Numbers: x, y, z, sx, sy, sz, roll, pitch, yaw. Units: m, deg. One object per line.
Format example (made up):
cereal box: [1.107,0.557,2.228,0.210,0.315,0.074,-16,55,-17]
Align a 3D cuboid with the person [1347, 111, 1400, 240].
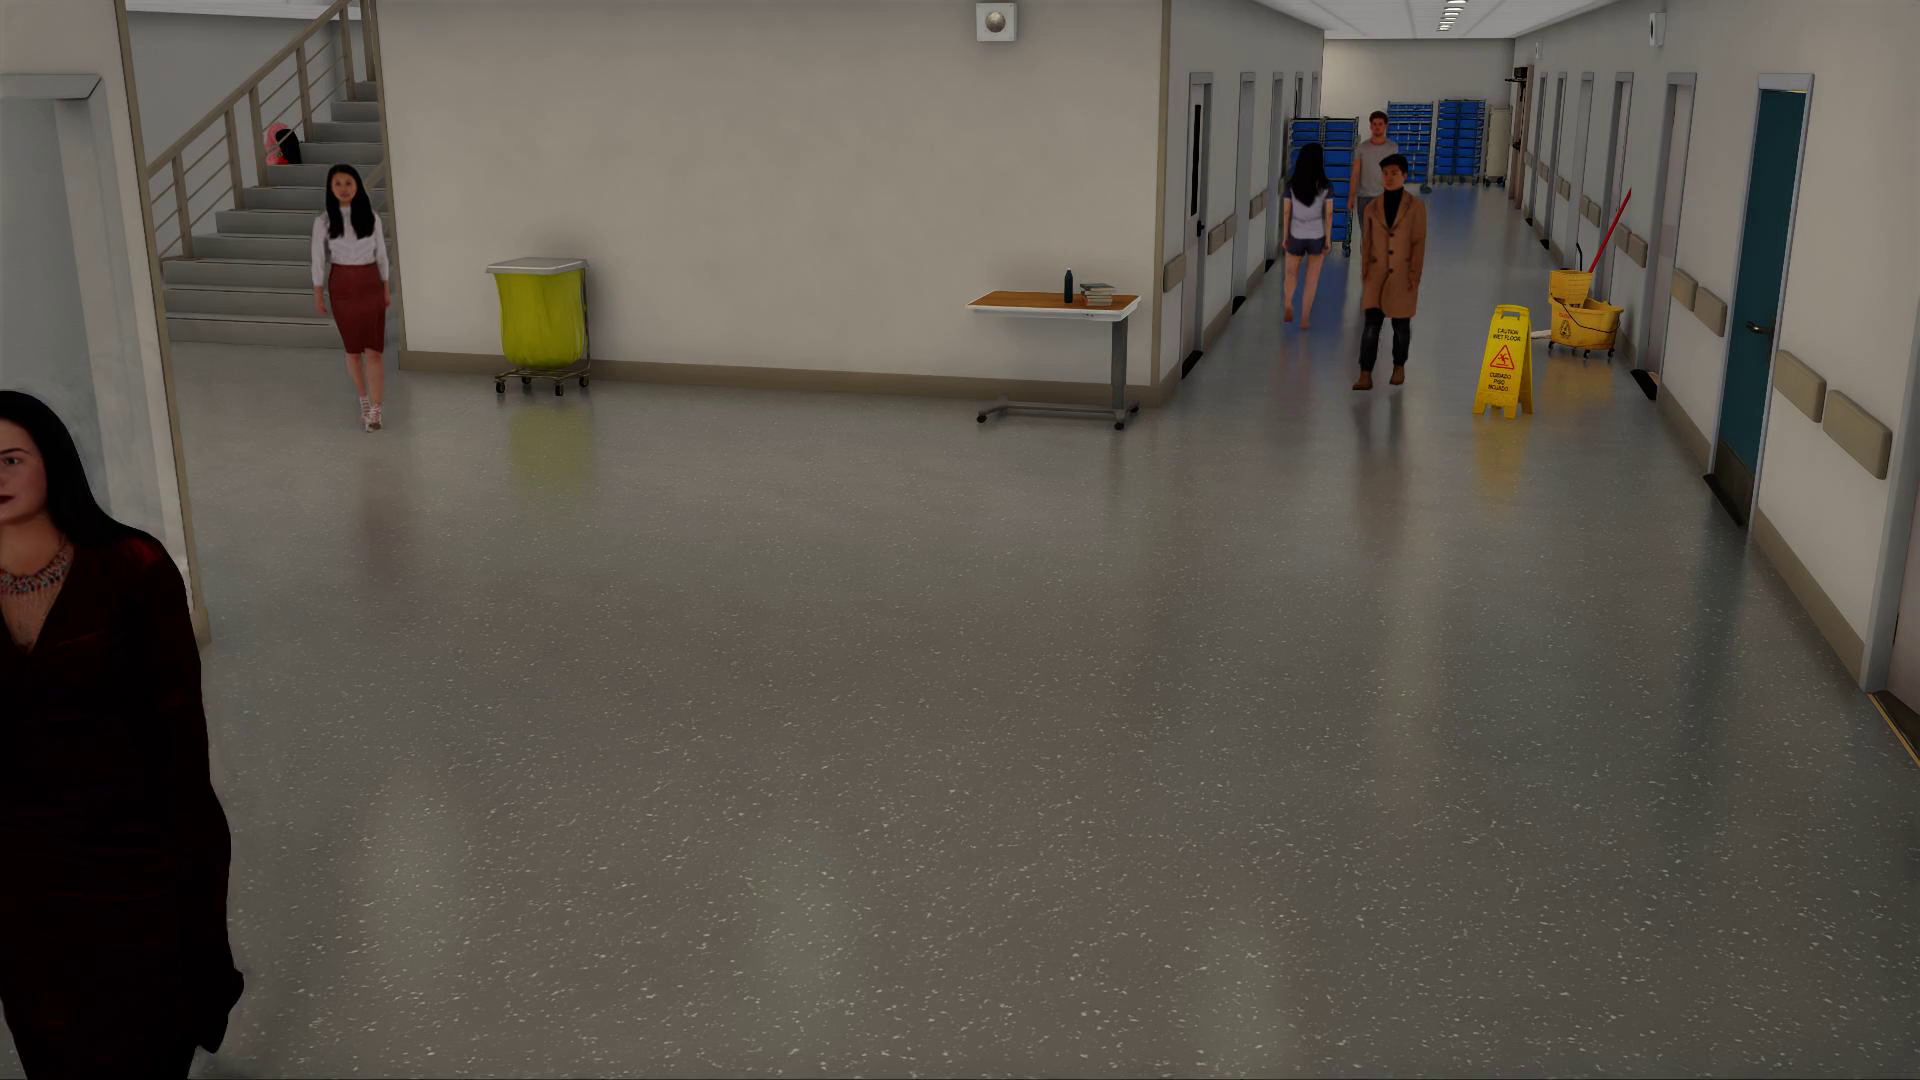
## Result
person: [4.685,-3.865,18.822,0.688,1.856,1.201,5,16,16]

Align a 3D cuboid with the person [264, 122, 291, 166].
person: [-7.230,-3.476,17.569,0.843,1.787,0.786,-9,18,-30]

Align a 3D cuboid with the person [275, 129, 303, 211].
person: [-6.915,-3.387,17.327,0.694,1.747,0.573,2,16,9]

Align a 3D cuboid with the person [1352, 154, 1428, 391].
person: [3.230,-1.955,12.275,0.775,1.690,1.049,8,18,27]

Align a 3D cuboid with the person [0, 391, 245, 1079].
person: [-1.725,0.554,3.354,0.905,1.743,1.023,-4,16,-12]

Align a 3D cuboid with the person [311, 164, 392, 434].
person: [-3.953,-1.546,10.880,1.031,1.702,1.184,-6,17,-20]

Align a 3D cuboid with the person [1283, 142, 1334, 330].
person: [3.144,-2.743,15.142,0.614,1.693,0.800,5,17,18]
